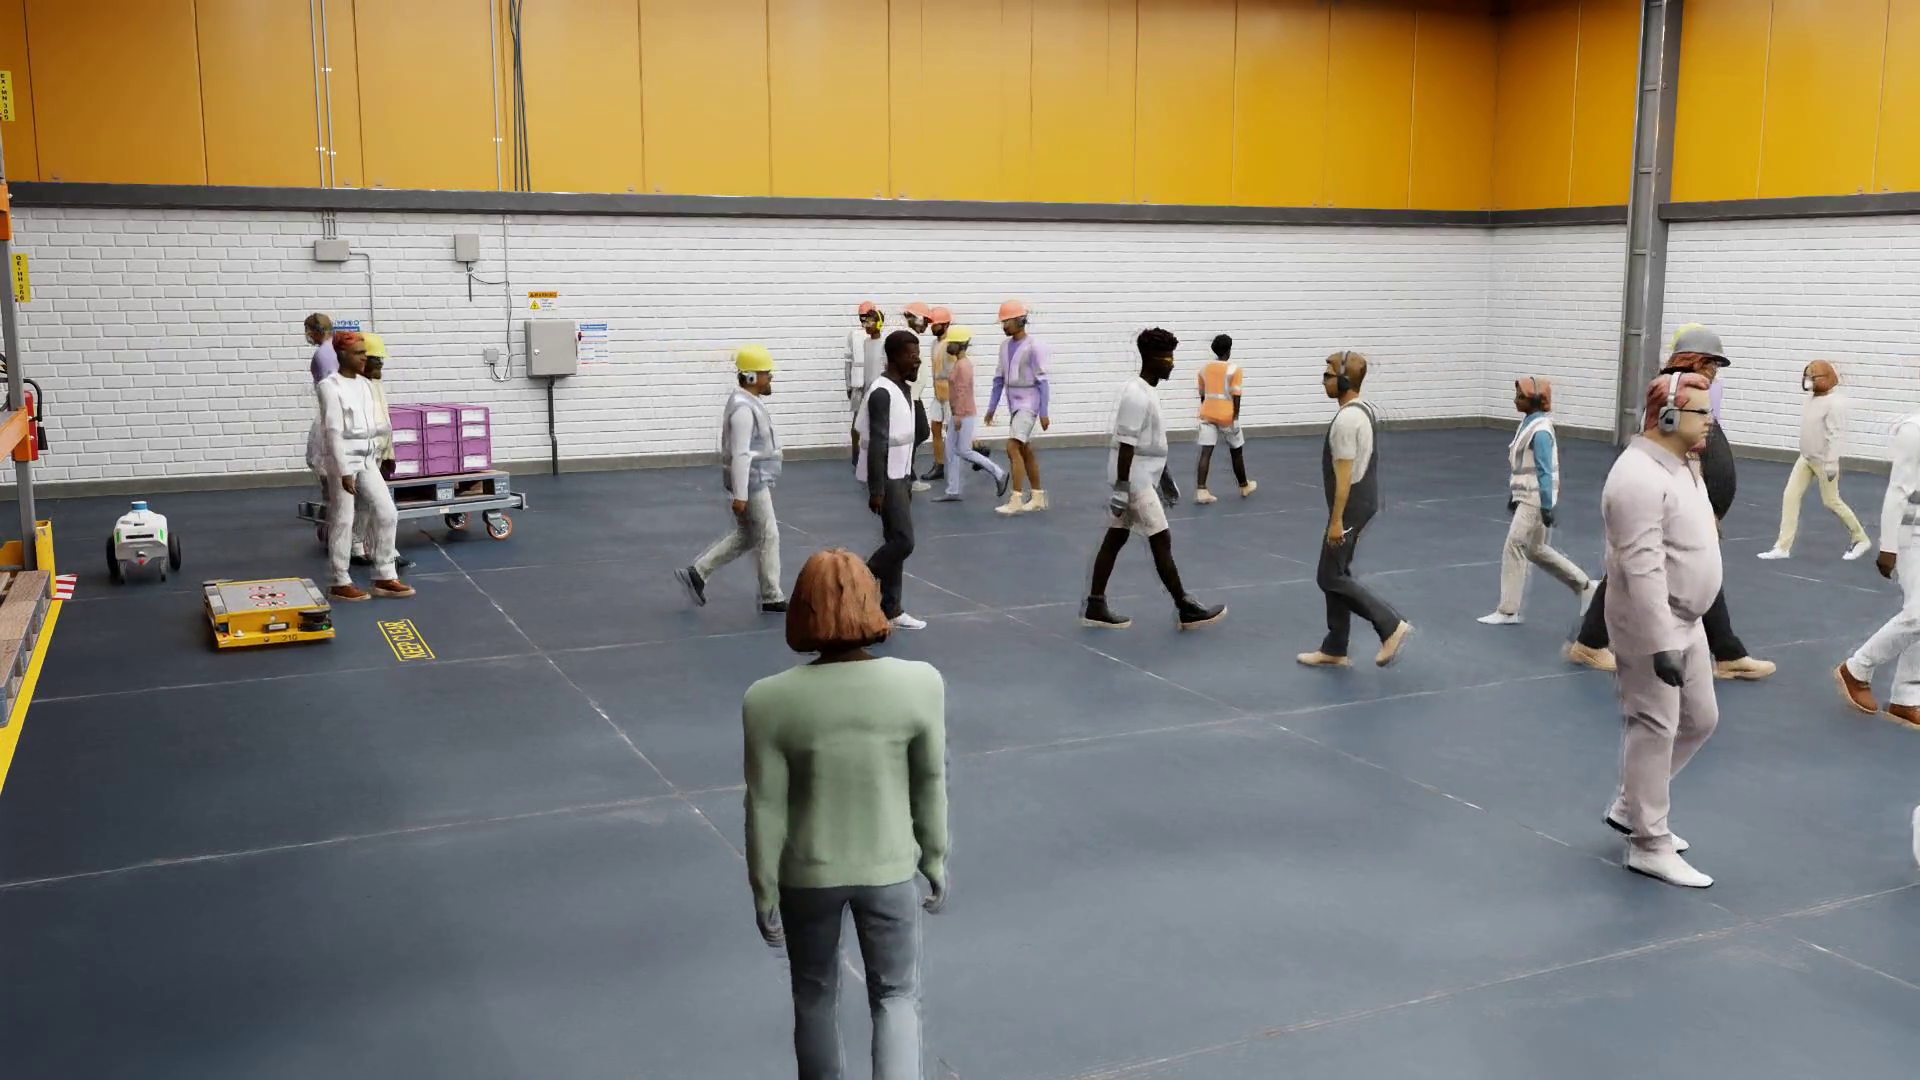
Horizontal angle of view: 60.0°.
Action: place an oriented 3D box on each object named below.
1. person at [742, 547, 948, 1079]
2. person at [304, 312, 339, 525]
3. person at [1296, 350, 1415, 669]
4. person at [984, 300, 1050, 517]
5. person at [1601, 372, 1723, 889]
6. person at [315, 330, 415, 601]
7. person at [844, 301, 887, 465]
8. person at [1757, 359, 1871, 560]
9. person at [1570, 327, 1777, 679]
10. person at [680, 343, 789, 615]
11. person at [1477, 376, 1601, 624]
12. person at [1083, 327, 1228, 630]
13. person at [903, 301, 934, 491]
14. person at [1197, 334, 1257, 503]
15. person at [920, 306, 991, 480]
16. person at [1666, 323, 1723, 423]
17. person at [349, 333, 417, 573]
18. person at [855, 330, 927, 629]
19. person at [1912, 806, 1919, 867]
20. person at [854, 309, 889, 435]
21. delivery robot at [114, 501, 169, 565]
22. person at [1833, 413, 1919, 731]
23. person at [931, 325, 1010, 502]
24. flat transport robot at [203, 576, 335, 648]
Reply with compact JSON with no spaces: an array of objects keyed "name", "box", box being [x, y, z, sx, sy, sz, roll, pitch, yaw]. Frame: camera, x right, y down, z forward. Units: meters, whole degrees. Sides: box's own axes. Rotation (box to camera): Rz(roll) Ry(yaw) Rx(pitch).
[{"name":"person","box":[-0.265,0.824,3.994,0.506,1.611,0.631,-1,9,-9]},{"name":"person","box":[-5.602,-1.073,14.849,0.530,1.914,0.667,0,9,1]},{"name":"person","box":[2.231,-0.146,9.330,0.568,1.832,0.525,3,10,21]},{"name":"person","box":[0.508,-1.220,15.473,0.820,1.996,0.616,-5,11,-29]},{"name":"person","box":[2.631,0.327,6.191,0.464,1.901,0.671,7,12,38]},{"name":"person","box":[-4.061,-0.488,11.348,0.698,1.864,0.586,3,10,17]},{"name":"person","box":[-1.083,-1.836,19.531,0.545,1.929,0.389,3,10,19]},{"name":"person","box":[6.785,-0.623,13.046,0.820,1.595,0.505,-1,9,-6]},{"name":"person","box":[4.003,-0.246,9.311,1.066,2.000,0.687,6,11,34]},{"name":"person","box":[-1.445,-0.392,10.939,0.749,1.808,0.587,-1,9,-7]},{"name":"person","box":[3.738,-0.245,10.625,0.697,1.610,0.507,2,9,14]},{"name":"person","box":[1.242,-0.375,10.483,0.988,1.910,0.612,1,9,6]},{"name":"person","box":[-0.509,-1.475,17.175,0.475,1.961,0.643,1,9,4]},{"name":"person","box":[2.591,-1.194,16.368,0.548,1.645,0.889,8,12,42]},{"name":"person","box":[-0.055,-1.599,18.131,0.726,1.912,0.546,-6,11,-31]},{"name":"person","box":[4.864,-0.485,11.146,0.368,1.927,0.587,8,12,41]},{"name":"person","box":[-4.380,-0.647,12.553,0.791,1.796,0.615,1,9,6]},{"name":"person","box":[-0.452,-0.366,10.484,0.469,1.901,0.613,2,9,12]},{"name":"person","box":[3.701,0.528,5.811,0.508,1.618,0.614,-1,9,-6]},{"name":"person","box":[-0.939,-1.611,18.335,0.412,1.860,0.543,-7,12,-38]},{"name":"delivery robot","box":[-6.072,-0.042,12.336,0.477,0.478,0.707,-4,11,-24]},{"name":"person","box":[4.767,0.011,8.263,0.628,1.863,0.453,-5,10,-27]},{"name":"person","box":[0.103,-1.230,16.309,0.690,1.747,0.520,-2,9,-12]},{"name":"flat transport robot","box":[-4.411,0.434,10.563,0.652,0.197,1.431,-5,10,-27]}]
